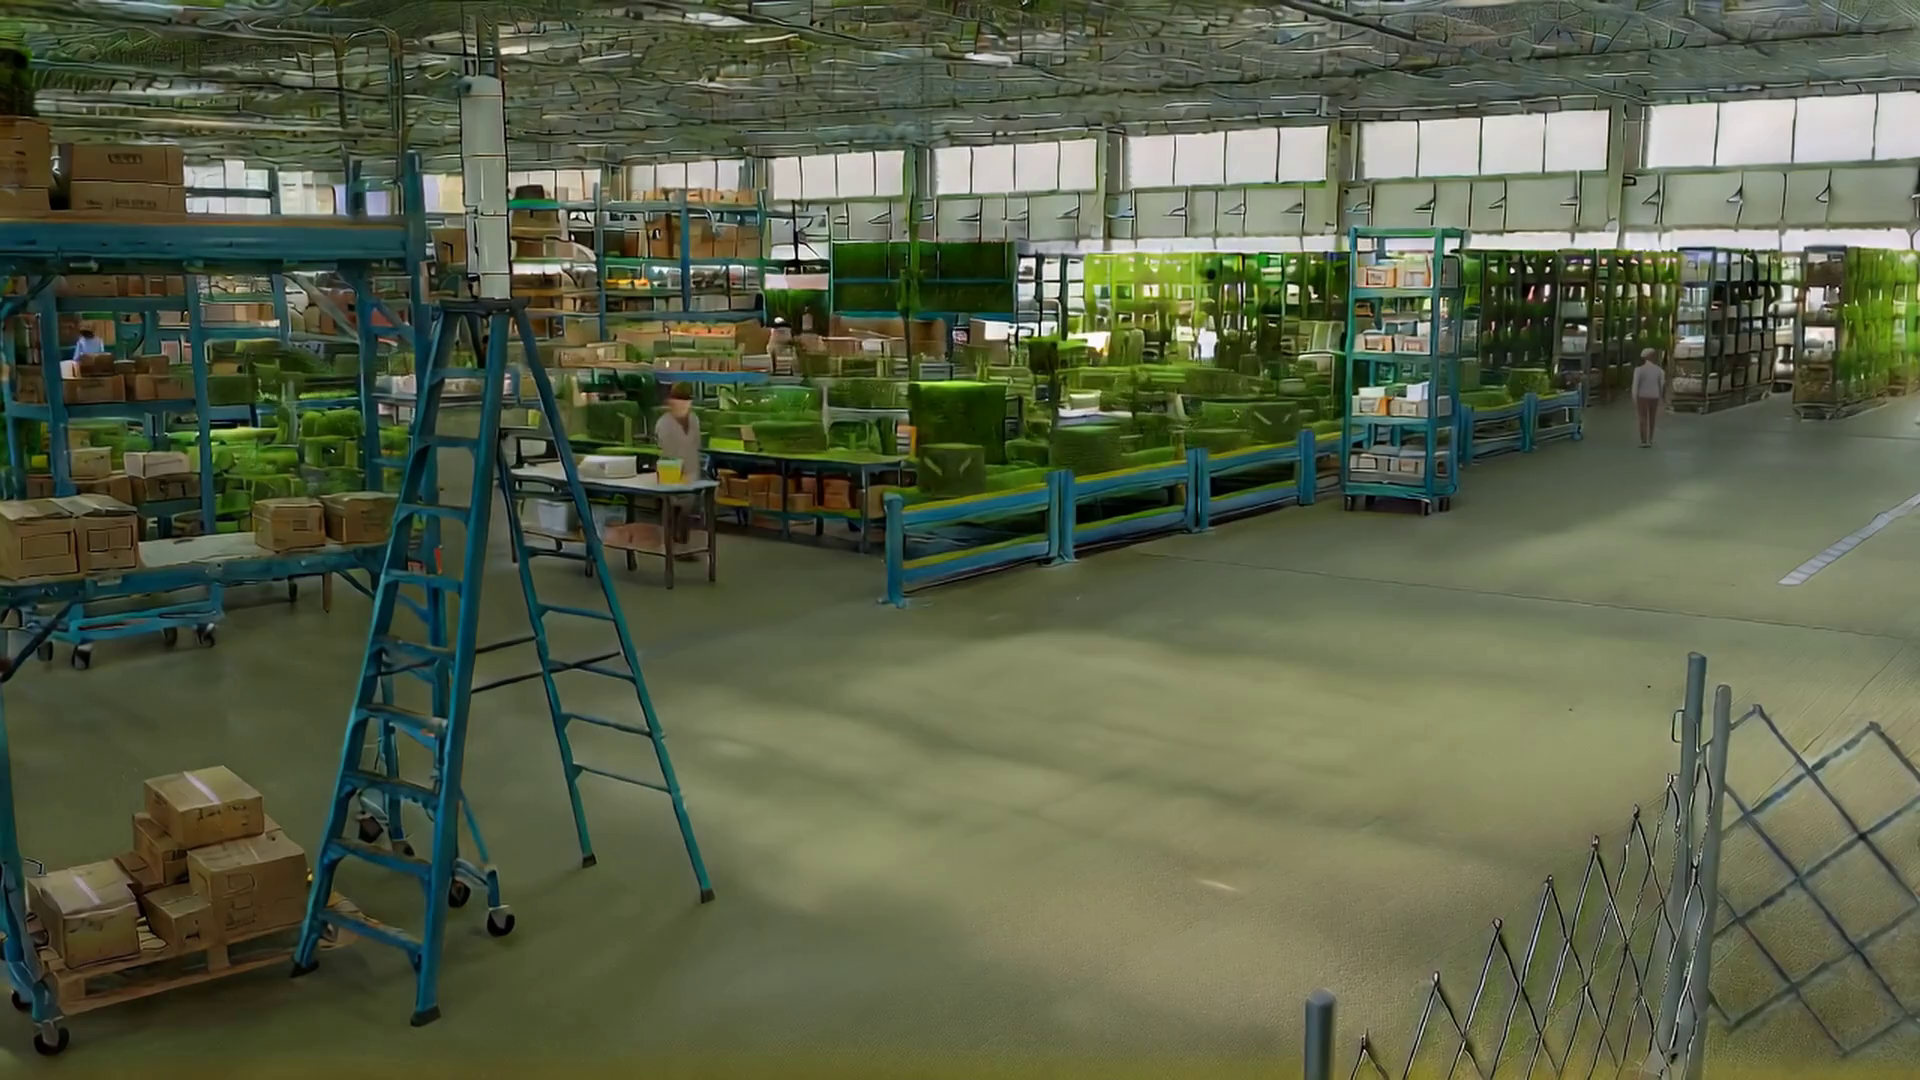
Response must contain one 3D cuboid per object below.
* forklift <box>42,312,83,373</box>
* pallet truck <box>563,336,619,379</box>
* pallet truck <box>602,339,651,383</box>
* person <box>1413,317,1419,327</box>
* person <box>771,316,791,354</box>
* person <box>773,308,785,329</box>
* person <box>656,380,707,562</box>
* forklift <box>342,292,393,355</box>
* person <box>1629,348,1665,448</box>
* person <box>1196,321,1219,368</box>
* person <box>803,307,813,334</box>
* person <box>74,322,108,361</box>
[{"bbox_3d":[-23.779,-5.451,44.052,1.873,2.768,1.129,7,11,36],"label":"forklift"},{"bbox_3d":[-10.690,-5.294,48.215,1.601,1.201,0.680,-5,10,-26],"label":"pallet truck"},{"bbox_3d":[-8.991,-4.871,45.351,0.653,1.274,1.630,7,11,37],"label":"pallet truck"},{"bbox_3d":[12.953,-5.569,47.456,0.426,2.032,0.622,1,9,6],"label":"person"},{"bbox_3d":[-5.254,-5.628,48.559,0.614,1.782,0.953,-8,12,-41],"label":"person"},{"bbox_3d":[-5.990,-6.750,55.206,0.410,1.905,0.641,-2,9,-13],"label":"person"},{"bbox_3d":[-2.903,-0.712,17.443,0.404,1.923,0.579,8,12,42],"label":"person"},{"bbox_3d":[-16.485,-5.622,45.120,1.129,2.768,1.873,7,11,37],"label":"forklift"},{"bbox_3d":[11.980,-2.481,29.040,0.550,1.733,0.731,2,9,10],"label":"person"},{"bbox_3d":[6.230,-4.589,41.877,0.565,1.850,0.389,-2,9,-10],"label":"person"},{"bbox_3d":[-5.966,-8.346,65.648,0.521,1.740,0.782,6,11,33],"label":"person"},{"bbox_3d":[-18.494,-3.648,35.540,1.012,1.998,0.630,9,13,44],"label":"person"}]
